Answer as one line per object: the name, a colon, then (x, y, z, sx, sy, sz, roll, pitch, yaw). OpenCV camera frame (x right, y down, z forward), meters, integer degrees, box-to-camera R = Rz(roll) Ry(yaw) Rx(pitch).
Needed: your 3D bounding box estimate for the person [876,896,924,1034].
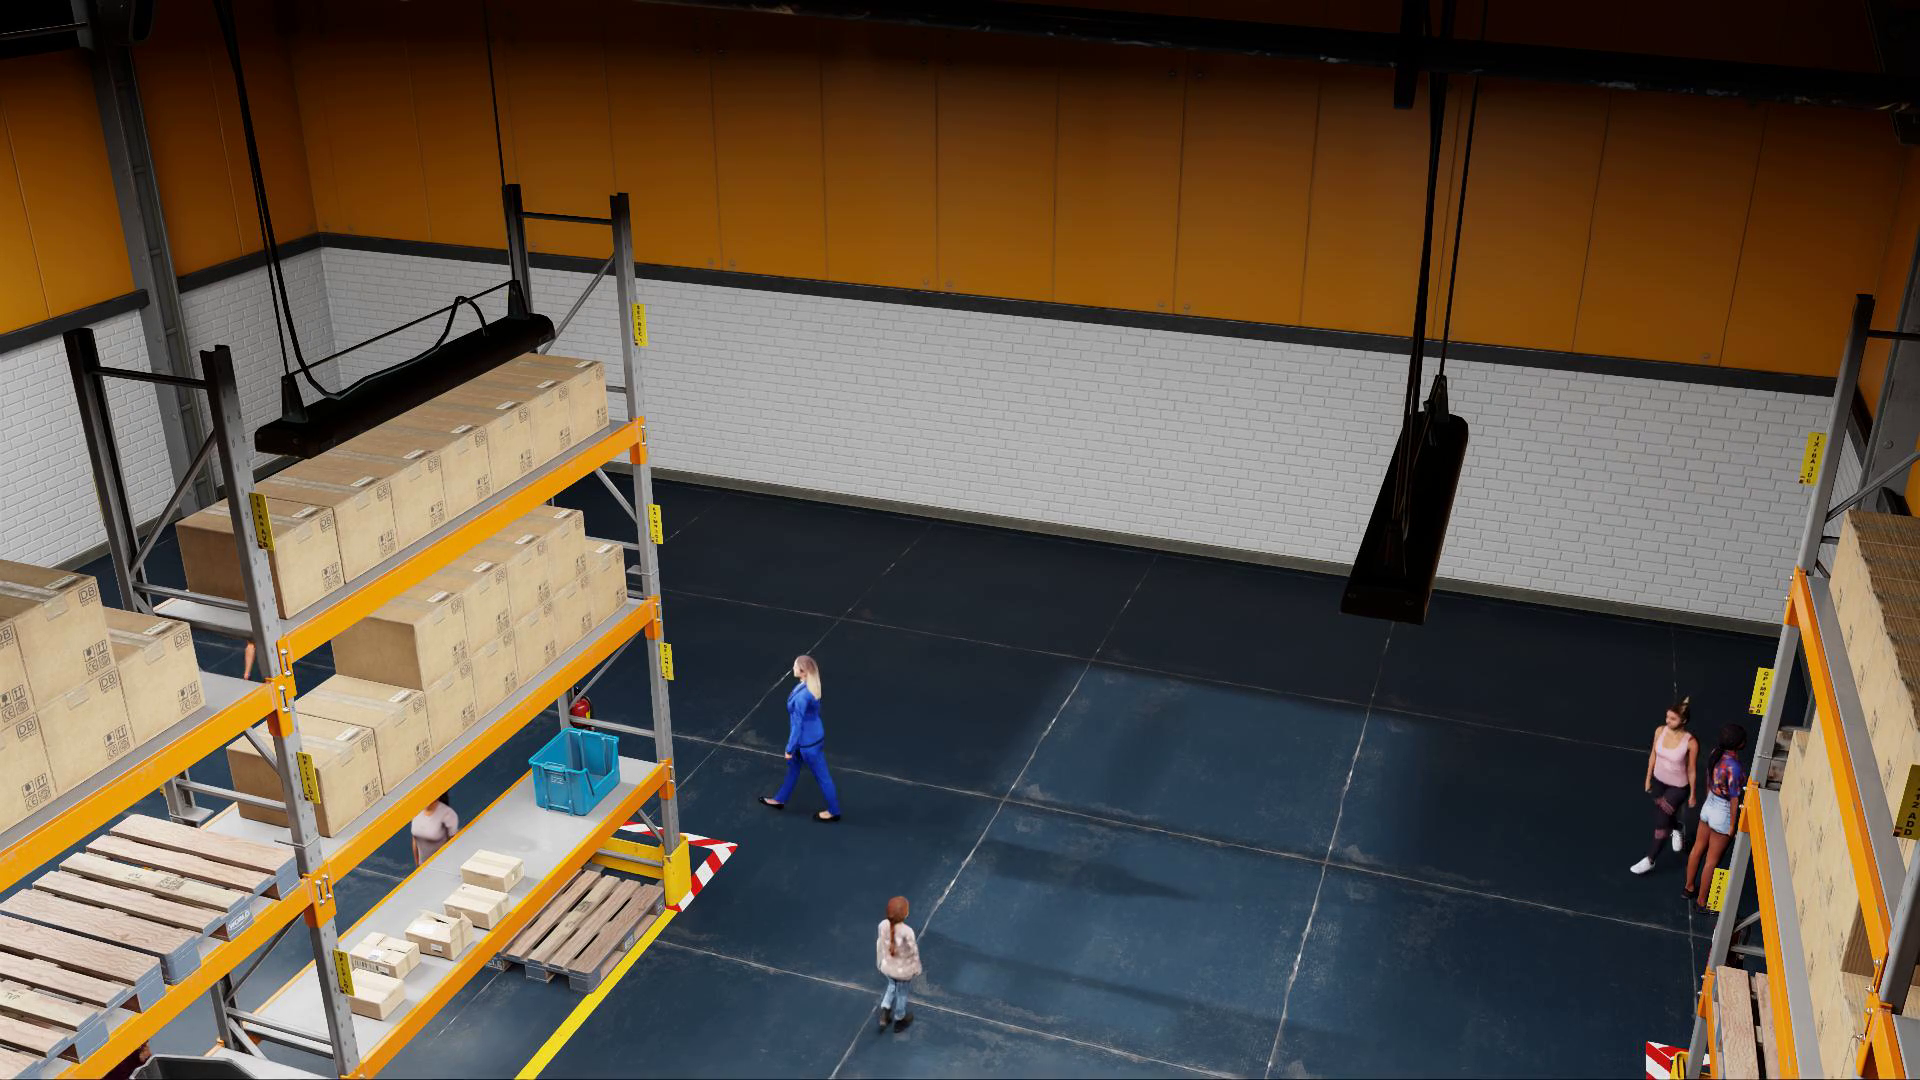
person: (-0.492, 3.199, 12.444, 0.553, 1.188, 0.608, 16, 28, 32)

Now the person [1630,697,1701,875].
person: (6.219, 2.098, 14.424, 1.121, 1.619, 0.991, -15, 28, -30)

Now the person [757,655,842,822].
person: (-1.262, 1.818, 15.000, 0.894, 1.671, 1.038, 2, 24, 4)

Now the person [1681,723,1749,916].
person: (6.301, 2.291, 13.829, 0.727, 1.743, 0.597, -2, 24, -5)
